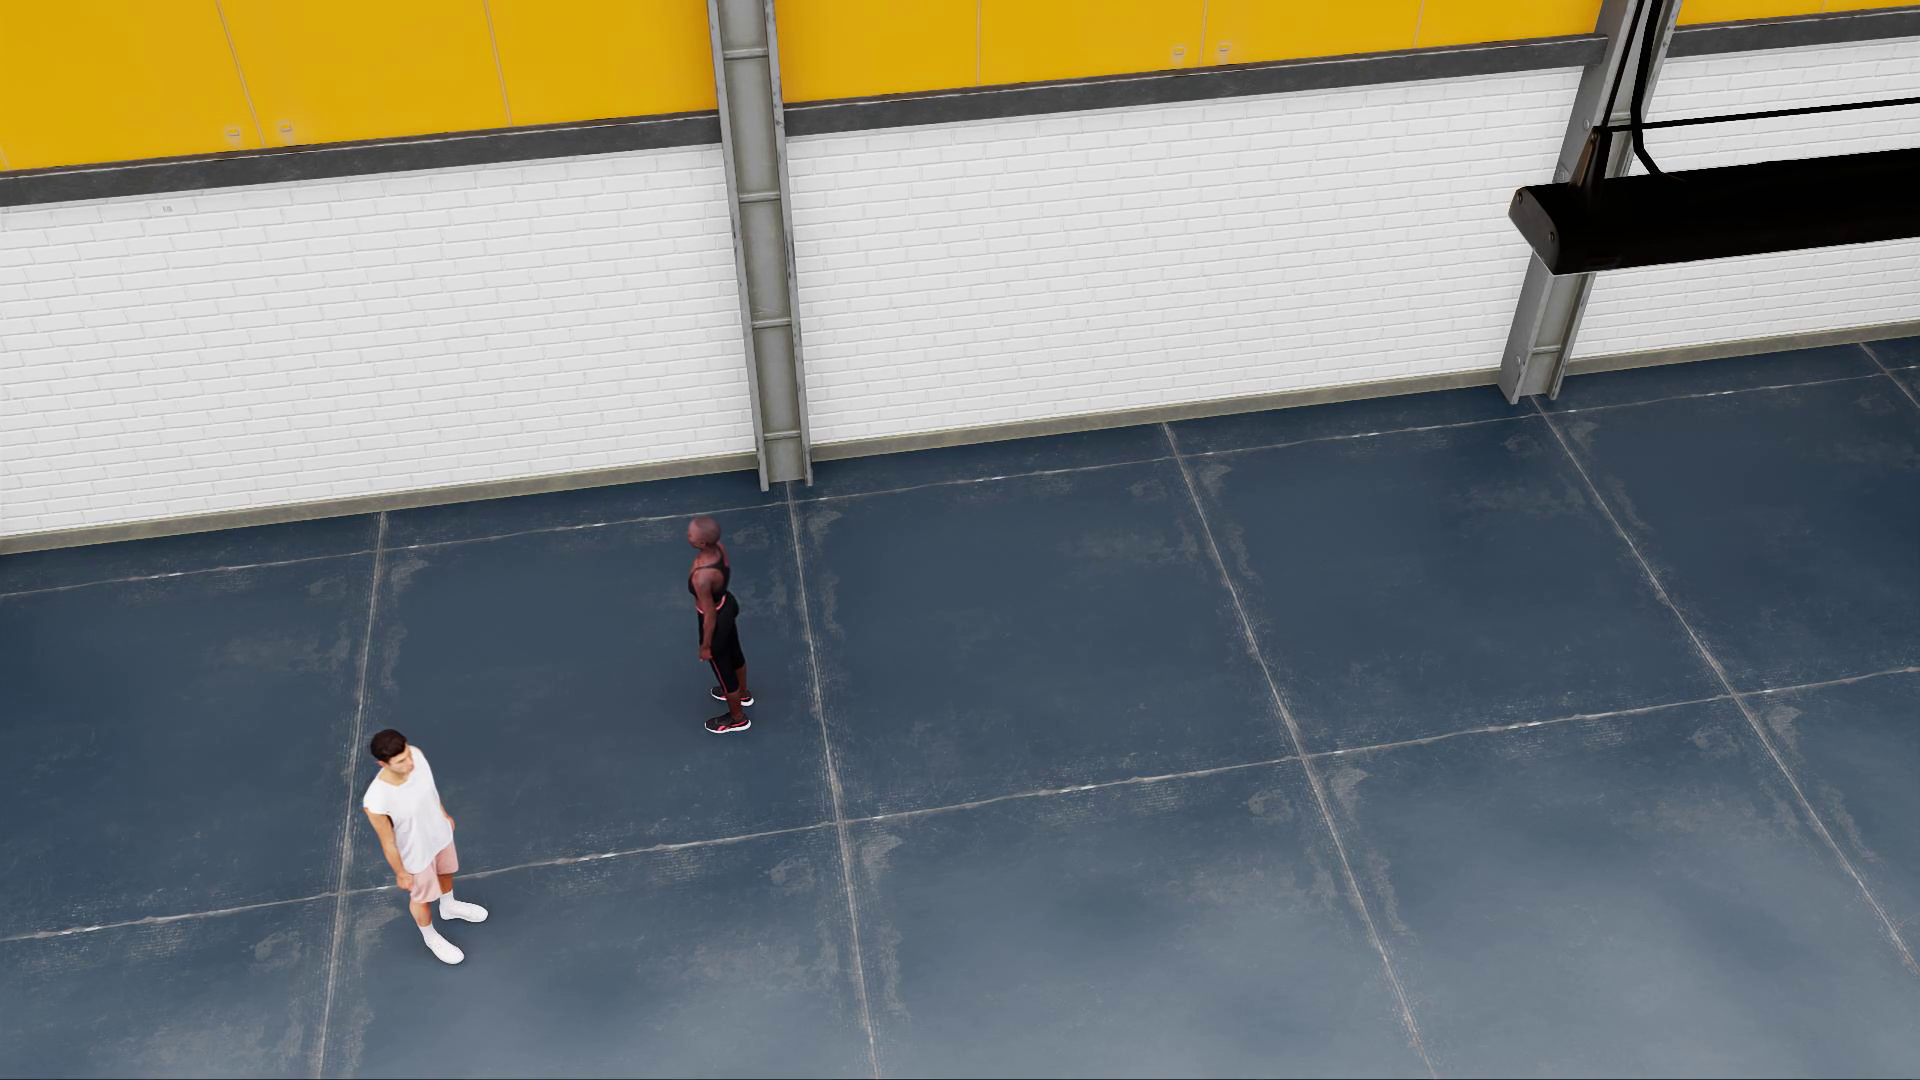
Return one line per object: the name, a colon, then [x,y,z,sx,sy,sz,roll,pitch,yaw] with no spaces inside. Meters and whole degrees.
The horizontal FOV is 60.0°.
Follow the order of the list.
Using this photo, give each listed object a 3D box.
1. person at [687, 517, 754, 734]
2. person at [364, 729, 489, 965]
person: [-1.496,0.513,10.346,0.628,1.757,0.637,5,44,5]
person: [-2.978,1.638,9.145,0.718,1.786,0.726,12,45,13]
